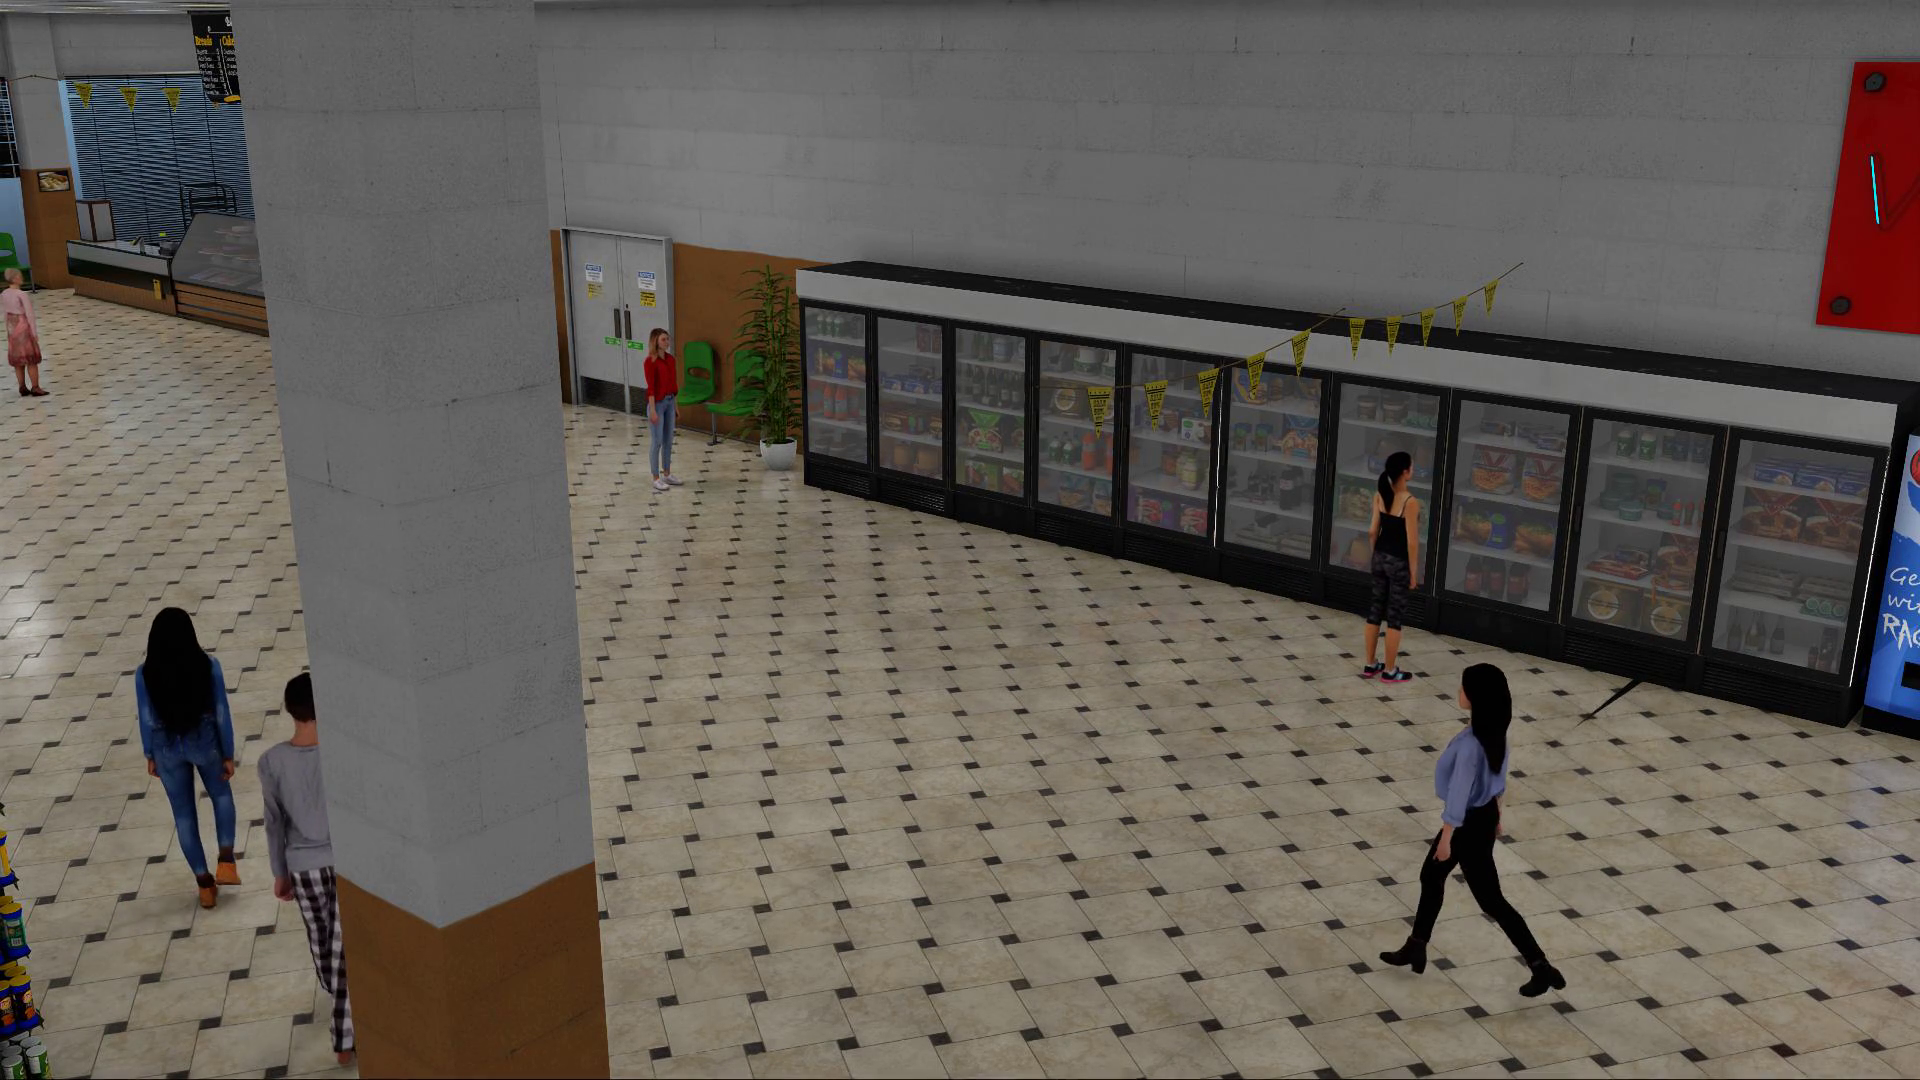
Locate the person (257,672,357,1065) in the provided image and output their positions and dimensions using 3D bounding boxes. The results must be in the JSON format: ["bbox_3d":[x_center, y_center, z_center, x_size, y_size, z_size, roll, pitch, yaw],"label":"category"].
[{"bbox_3d":[-2.918,1.543,7.653,1.087,1.816,1.116,-2,17,-7],"label":"person"}]

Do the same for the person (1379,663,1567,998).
[{"bbox_3d":[2.592,1.468,8.098,0.846,1.702,1.126,9,19,28],"label":"person"}]

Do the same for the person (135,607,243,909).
[{"bbox_3d":[-4.148,1.209,8.952,0.704,1.701,0.780,-8,19,-24],"label":"person"}]

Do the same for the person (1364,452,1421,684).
[{"bbox_3d":[3.176,0.193,12.250,0.619,1.729,0.626,-11,20,-32],"label":"person"}]

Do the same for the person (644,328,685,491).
[{"bbox_3d":[-3.142,-1.392,17.511,0.714,1.705,0.512,9,19,27],"label":"person"}]

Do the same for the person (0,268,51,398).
[{"bbox_3d":[-12.400,-2.739,21.972,0.680,1.690,0.705,4,17,14],"label":"person"}]
